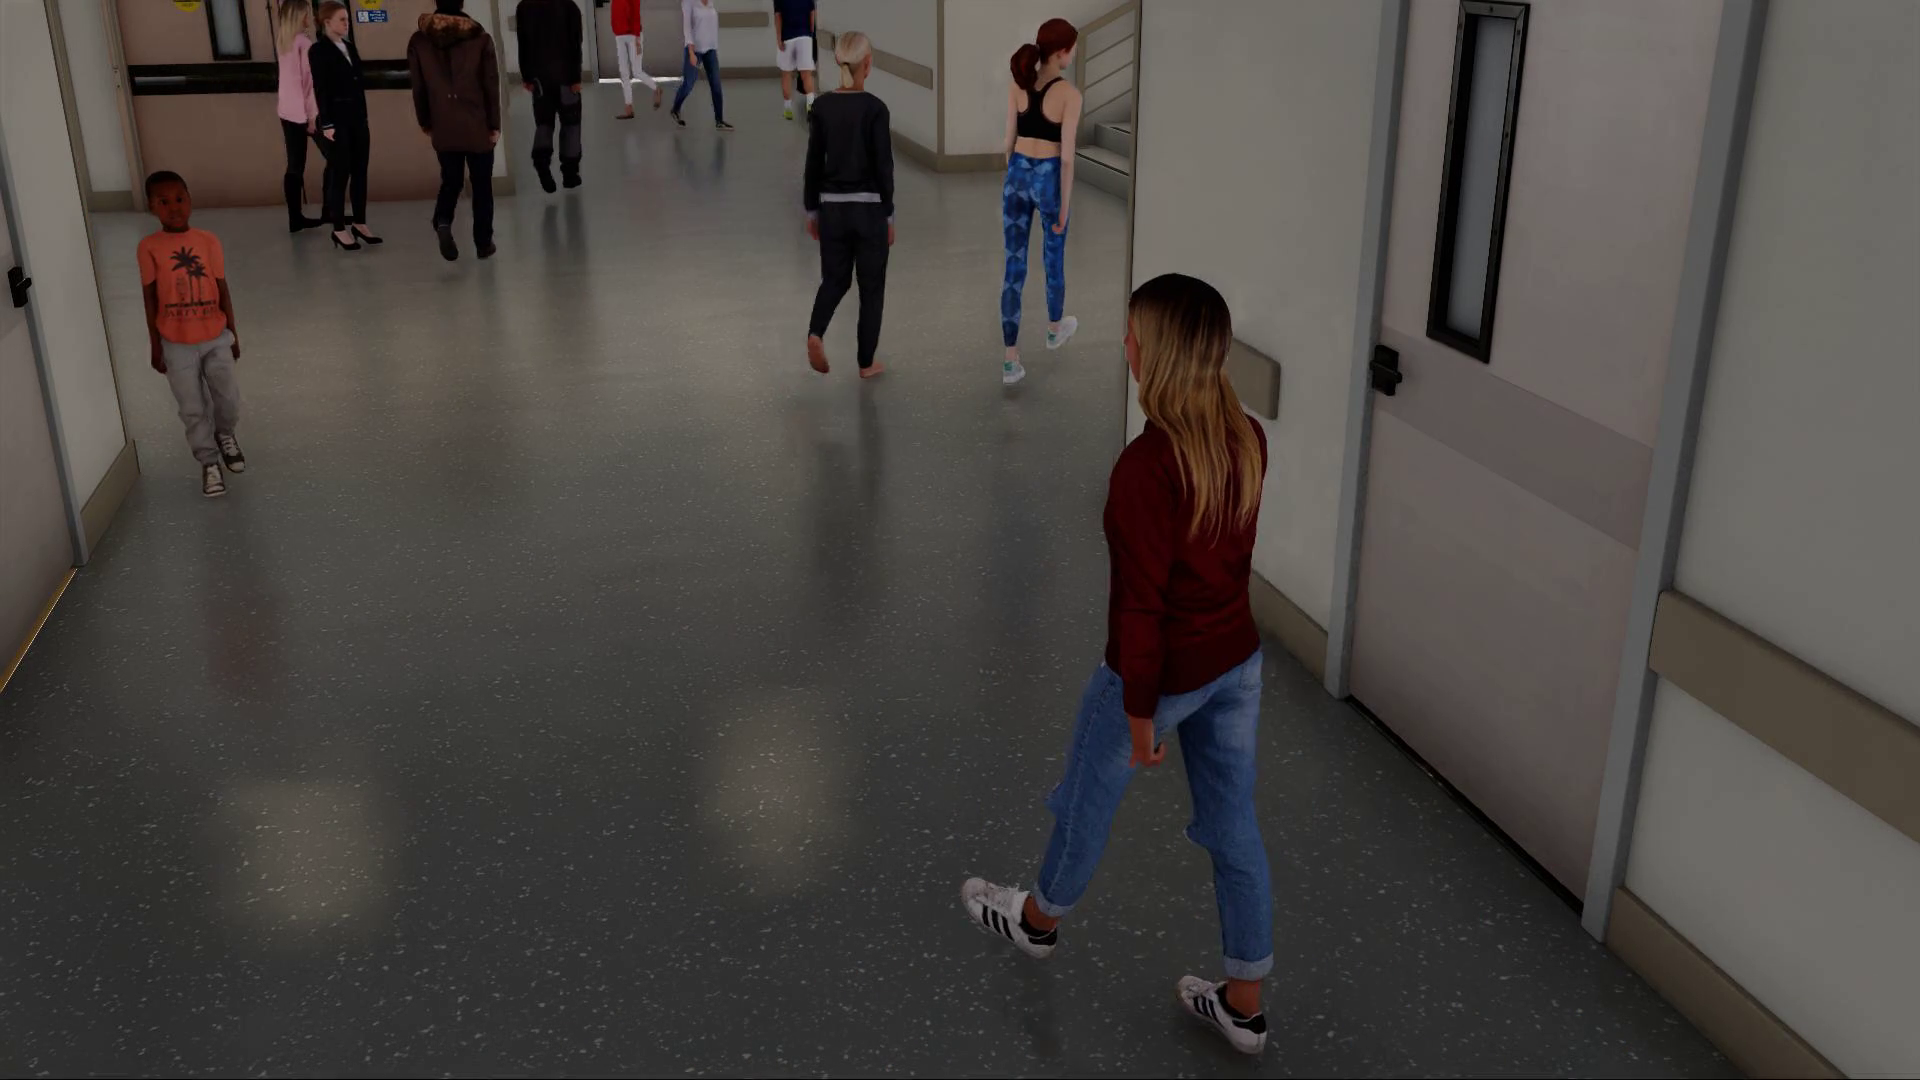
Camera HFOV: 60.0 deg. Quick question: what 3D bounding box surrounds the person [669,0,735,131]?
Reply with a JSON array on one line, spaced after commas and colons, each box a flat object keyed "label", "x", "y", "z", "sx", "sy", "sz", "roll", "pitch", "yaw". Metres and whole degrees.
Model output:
[{"label": "person", "x": -2.869, "y": -5.272, "z": 17.914, "sx": 1.136, "sy": 1.688, "sz": 1.048, "roll": -19, "pitch": 28, "yaw": -41}]

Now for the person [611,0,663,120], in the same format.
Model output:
[{"label": "person", "x": -3.721, "y": -5.691, "z": 19.028, "sx": 0.893, "sy": 1.683, "sz": 0.973, "roll": 13, "pitch": 24, "yaw": 31}]

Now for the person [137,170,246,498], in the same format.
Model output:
[{"label": "person", "x": -3.133, "y": -0.846, "z": 6.770, "sx": 0.615, "sy": 1.304, "sz": 0.617, "roll": -11, "pitch": 23, "yaw": -26}]

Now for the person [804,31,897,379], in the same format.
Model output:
[{"label": "person", "x": -0.559, "y": -1.612, "z": 8.219, "sx": 0.887, "sy": 1.710, "sz": 0.920, "roll": 8, "pitch": 22, "yaw": 20}]

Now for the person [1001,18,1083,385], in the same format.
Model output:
[{"label": "person", "x": 0.346, "y": -1.605, "z": 8.180, "sx": 1.218, "sy": 1.724, "sz": 1.148, "roll": 7, "pitch": 22, "yaw": 18}]

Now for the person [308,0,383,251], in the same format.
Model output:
[{"label": "person", "x": -4.322, "y": -2.893, "z": 11.639, "sx": 0.728, "sy": 1.683, "sz": 0.703, "roll": 8, "pitch": 22, "yaw": 19}]

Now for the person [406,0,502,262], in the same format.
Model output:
[{"label": "person", "x": -3.308, "y": -2.717, "z": 10.980, "sx": 1.046, "sy": 1.820, "sz": 0.971, "roll": 0, "pitch": 21, "yaw": 1}]

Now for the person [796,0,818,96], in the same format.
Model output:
[{"label": "person", "x": -1.776, "y": -6.532, "z": 21.072, "sx": 1.309, "sy": 1.806, "sz": 1.119, "roll": -19, "pitch": 28, "yaw": -41}]

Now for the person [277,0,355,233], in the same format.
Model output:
[{"label": "person", "x": -4.915, "y": -3.111, "z": 12.233, "sx": 0.771, "sy": 1.669, "sz": 0.833, "roll": 14, "pitch": 25, "yaw": 33}]

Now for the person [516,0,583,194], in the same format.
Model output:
[{"label": "person", "x": -3.382, "y": -3.816, "z": 13.757, "sx": 1.204, "sy": 1.908, "sz": 0.977, "roll": 0, "pitch": 21, "yaw": -1}]

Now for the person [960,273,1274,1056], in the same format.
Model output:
[{"label": "person", "x": 0.496, "y": 0.308, "z": 3.312, "sx": 1.029, "sy": 1.595, "sz": 0.954, "roll": -17, "pitch": 26, "yaw": -37}]

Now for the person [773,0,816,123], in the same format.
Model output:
[{"label": "person", "x": -1.790, "y": -5.526, "z": 18.420, "sx": 1.112, "sy": 1.804, "sz": 0.695, "roll": -5, "pitch": 21, "yaw": -13}]
